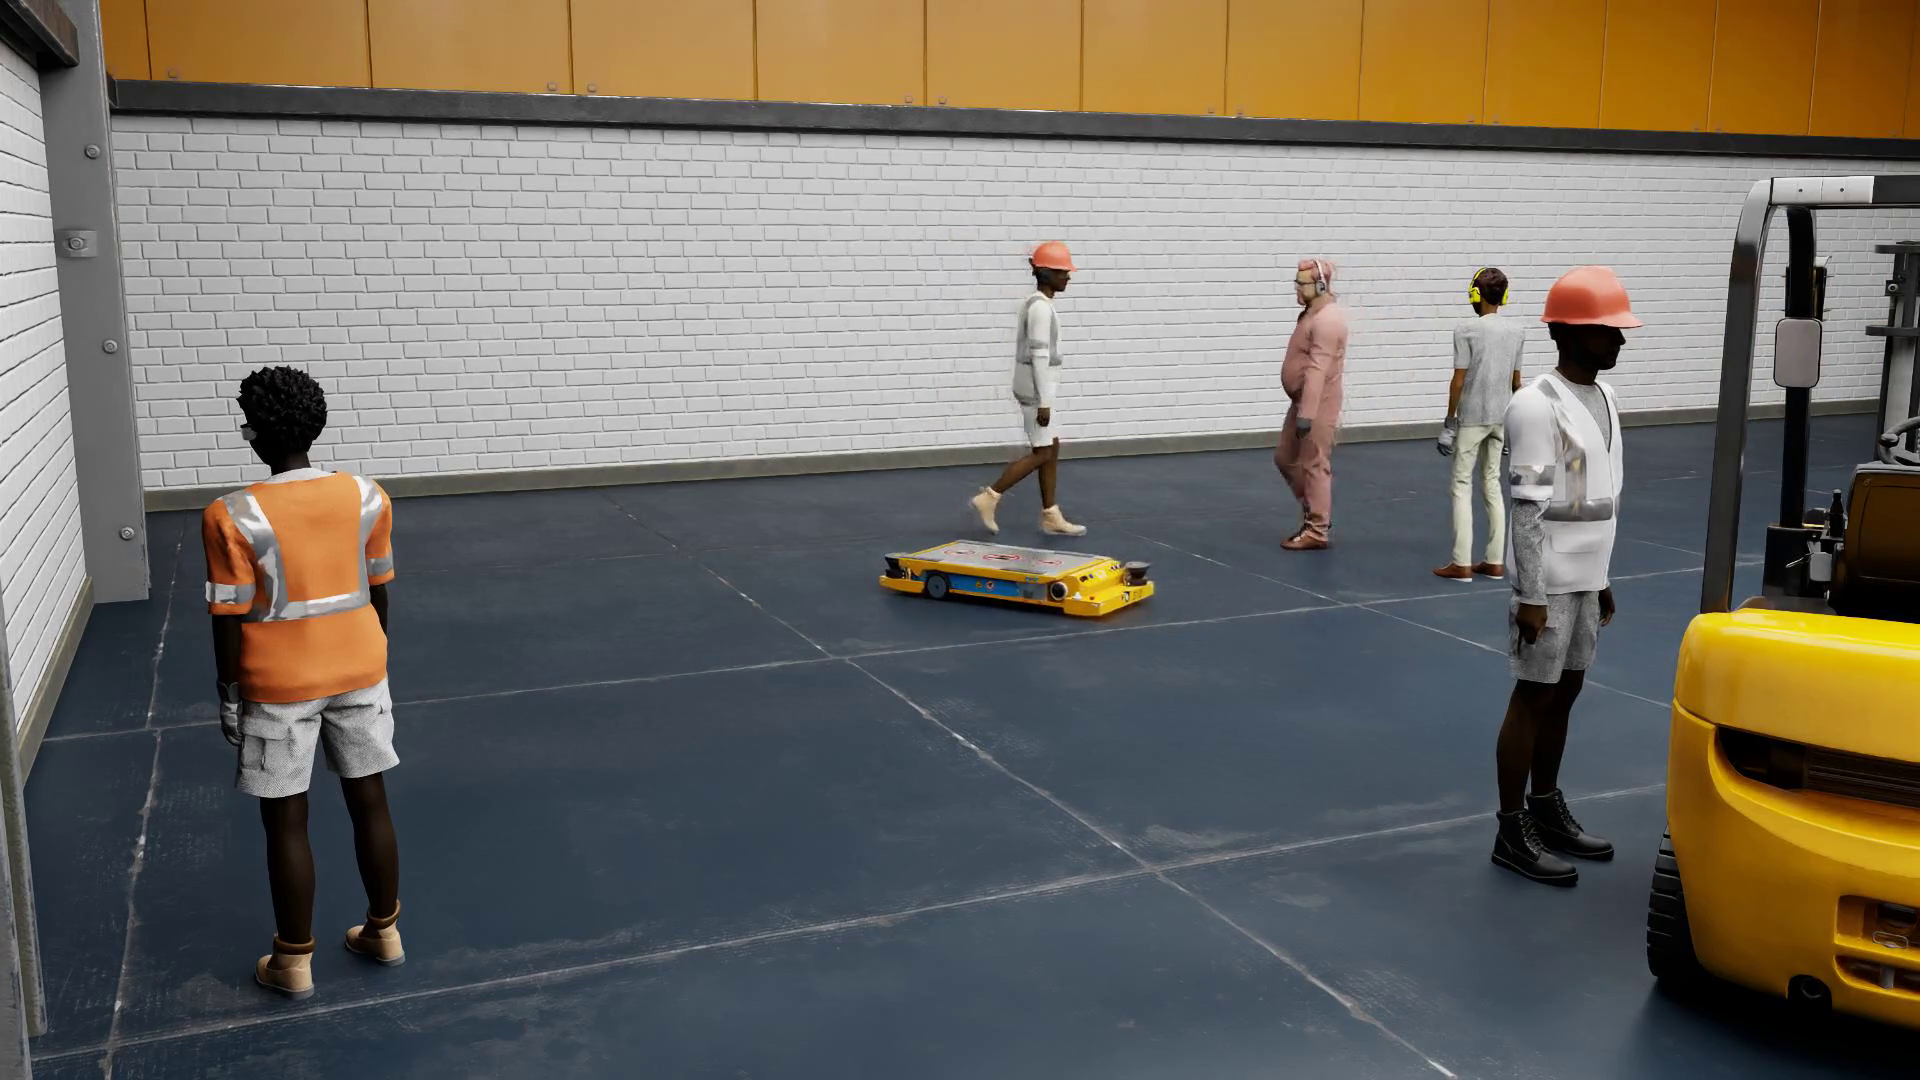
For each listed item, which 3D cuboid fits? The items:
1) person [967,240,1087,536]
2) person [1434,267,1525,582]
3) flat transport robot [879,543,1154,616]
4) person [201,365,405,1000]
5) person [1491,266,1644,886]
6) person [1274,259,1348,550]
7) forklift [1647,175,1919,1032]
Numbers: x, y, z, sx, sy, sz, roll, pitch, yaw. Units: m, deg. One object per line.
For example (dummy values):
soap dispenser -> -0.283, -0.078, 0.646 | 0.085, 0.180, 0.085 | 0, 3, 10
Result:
person -> 0.463, -1.005, 11.229 | 0.753, 2.019, 0.619 | 1, 10, 4
person -> 3.080, -0.676, 9.846 | 0.540, 1.858, 0.333 | -4, 11, -22
flat transport robot -> 0.309, 0.197, 9.393 | 1.431, 0.197, 0.652 | 7, 12, 32
person -> -1.748, 0.381, 4.470 | 0.320, 1.694, 0.531 | 9, 13, 40
person -> 1.931, 0.110, 5.279 | 0.361, 1.938, 0.546 | 10, 14, 43
person -> 2.267, -0.863, 10.755 | 0.414, 1.889, 0.662 | 0, 10, 3
forklift -> 2.810, 0.094, 4.662 | 1.214, 2.155, 2.313 | 7, 12, 34
